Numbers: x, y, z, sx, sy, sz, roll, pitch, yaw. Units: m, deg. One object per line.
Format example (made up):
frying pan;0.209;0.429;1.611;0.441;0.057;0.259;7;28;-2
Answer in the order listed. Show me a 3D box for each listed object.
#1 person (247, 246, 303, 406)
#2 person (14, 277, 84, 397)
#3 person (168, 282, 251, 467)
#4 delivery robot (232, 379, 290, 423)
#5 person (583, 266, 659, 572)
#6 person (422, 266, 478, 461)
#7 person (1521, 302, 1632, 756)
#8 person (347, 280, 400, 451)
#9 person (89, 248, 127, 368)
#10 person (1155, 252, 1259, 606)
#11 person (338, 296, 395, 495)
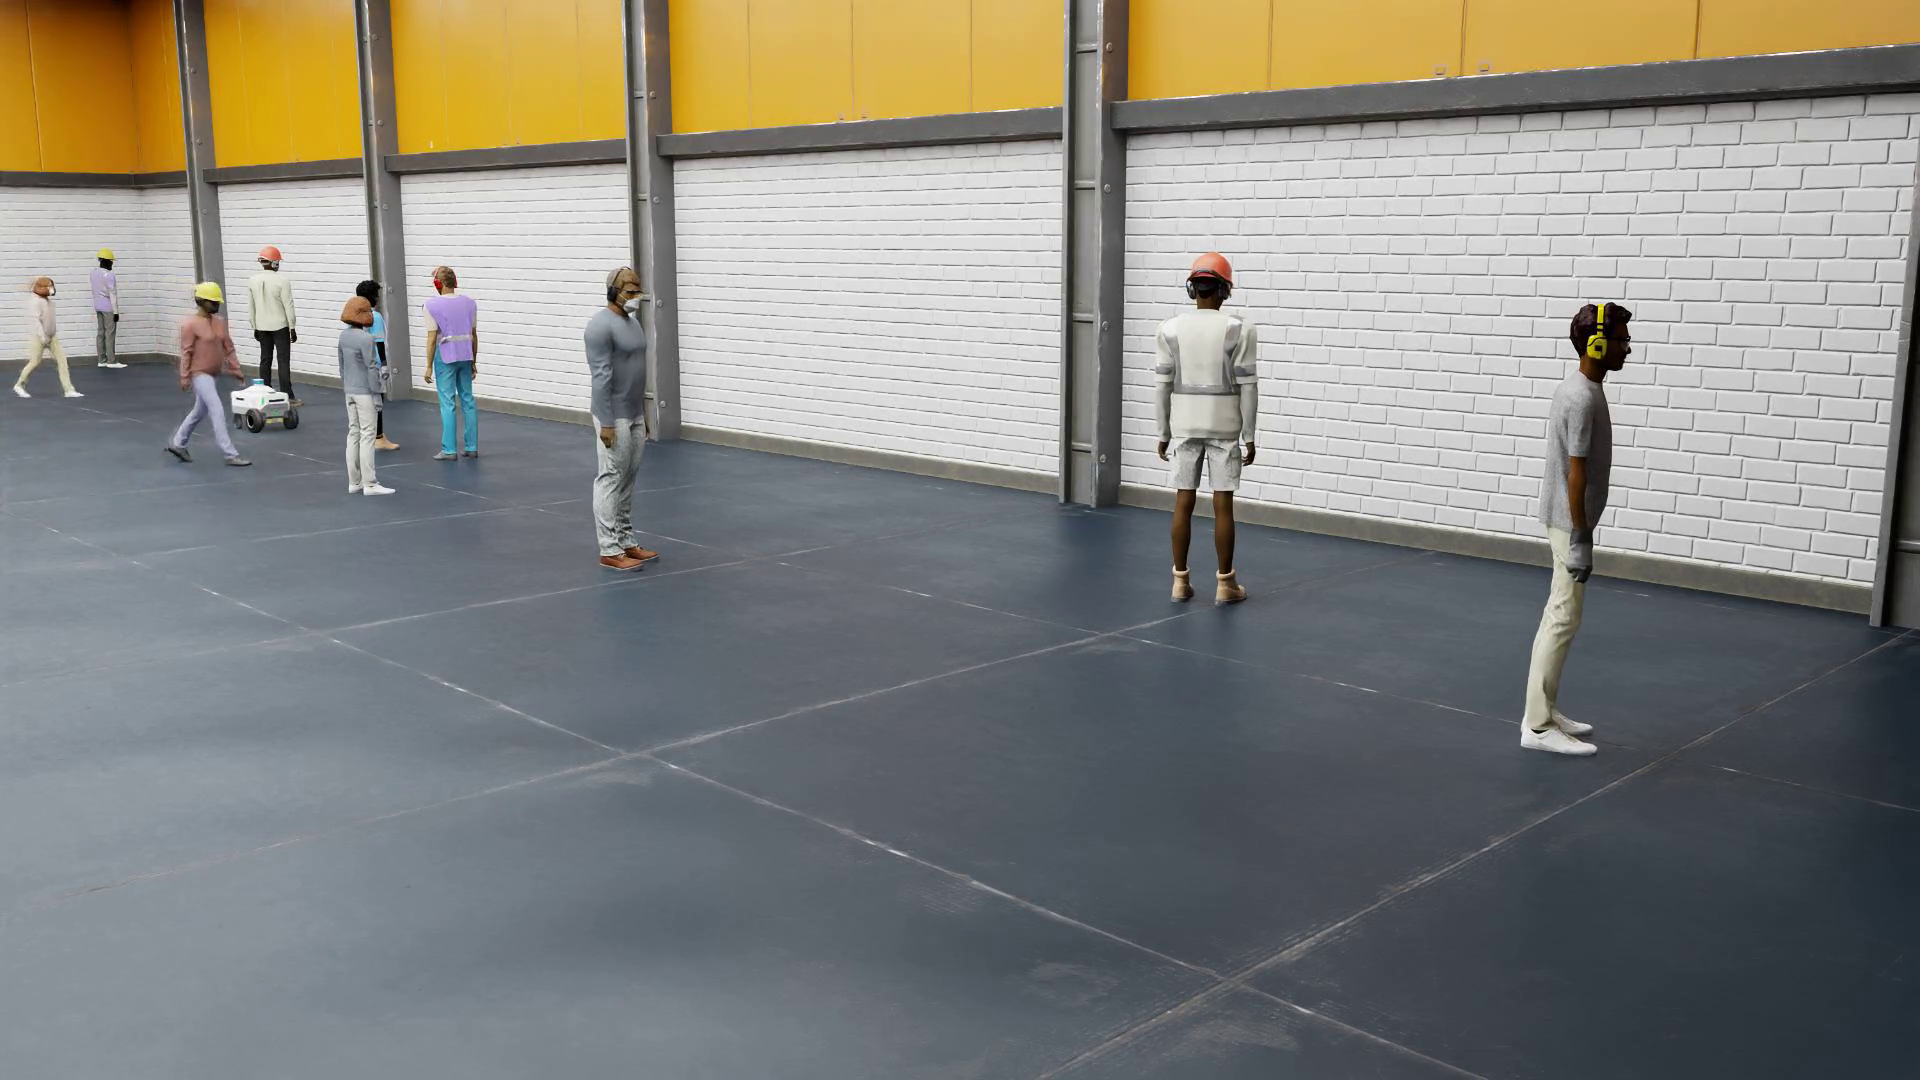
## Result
person;-8.559;-2.659;20.764;0.622;1.993;0.384;3;11;14
person;-12.082;-2.661;21.874;0.849;1.594;0.503;1;10;8
person;-7.038;-1.539;15.428;0.896;1.714;0.564;3;11;14
delivery robot;-7.674;-1.521;18.236;0.707;0.478;0.477;8;13;39
person;-2.169;-0.775;10.663;0.370;1.934;0.627;2;11;11
person;-4.807;-1.665;15.776;0.381;1.840;0.573;8;13;37
person;2.545;-0.043;6.870;0.331;1.864;0.509;3;11;18
person;-5.842;-1.724;16.496;0.532;1.693;0.319;8;13;38
person;-13.745;-3.730;26.822;0.584;1.919;0.388;6;12;30
person;1.429;-0.635;9.627;0.604;2.034;0.386;4;11;22
person;-4.923;-1.185;13.717;0.507;1.632;0.272;9;14;41
